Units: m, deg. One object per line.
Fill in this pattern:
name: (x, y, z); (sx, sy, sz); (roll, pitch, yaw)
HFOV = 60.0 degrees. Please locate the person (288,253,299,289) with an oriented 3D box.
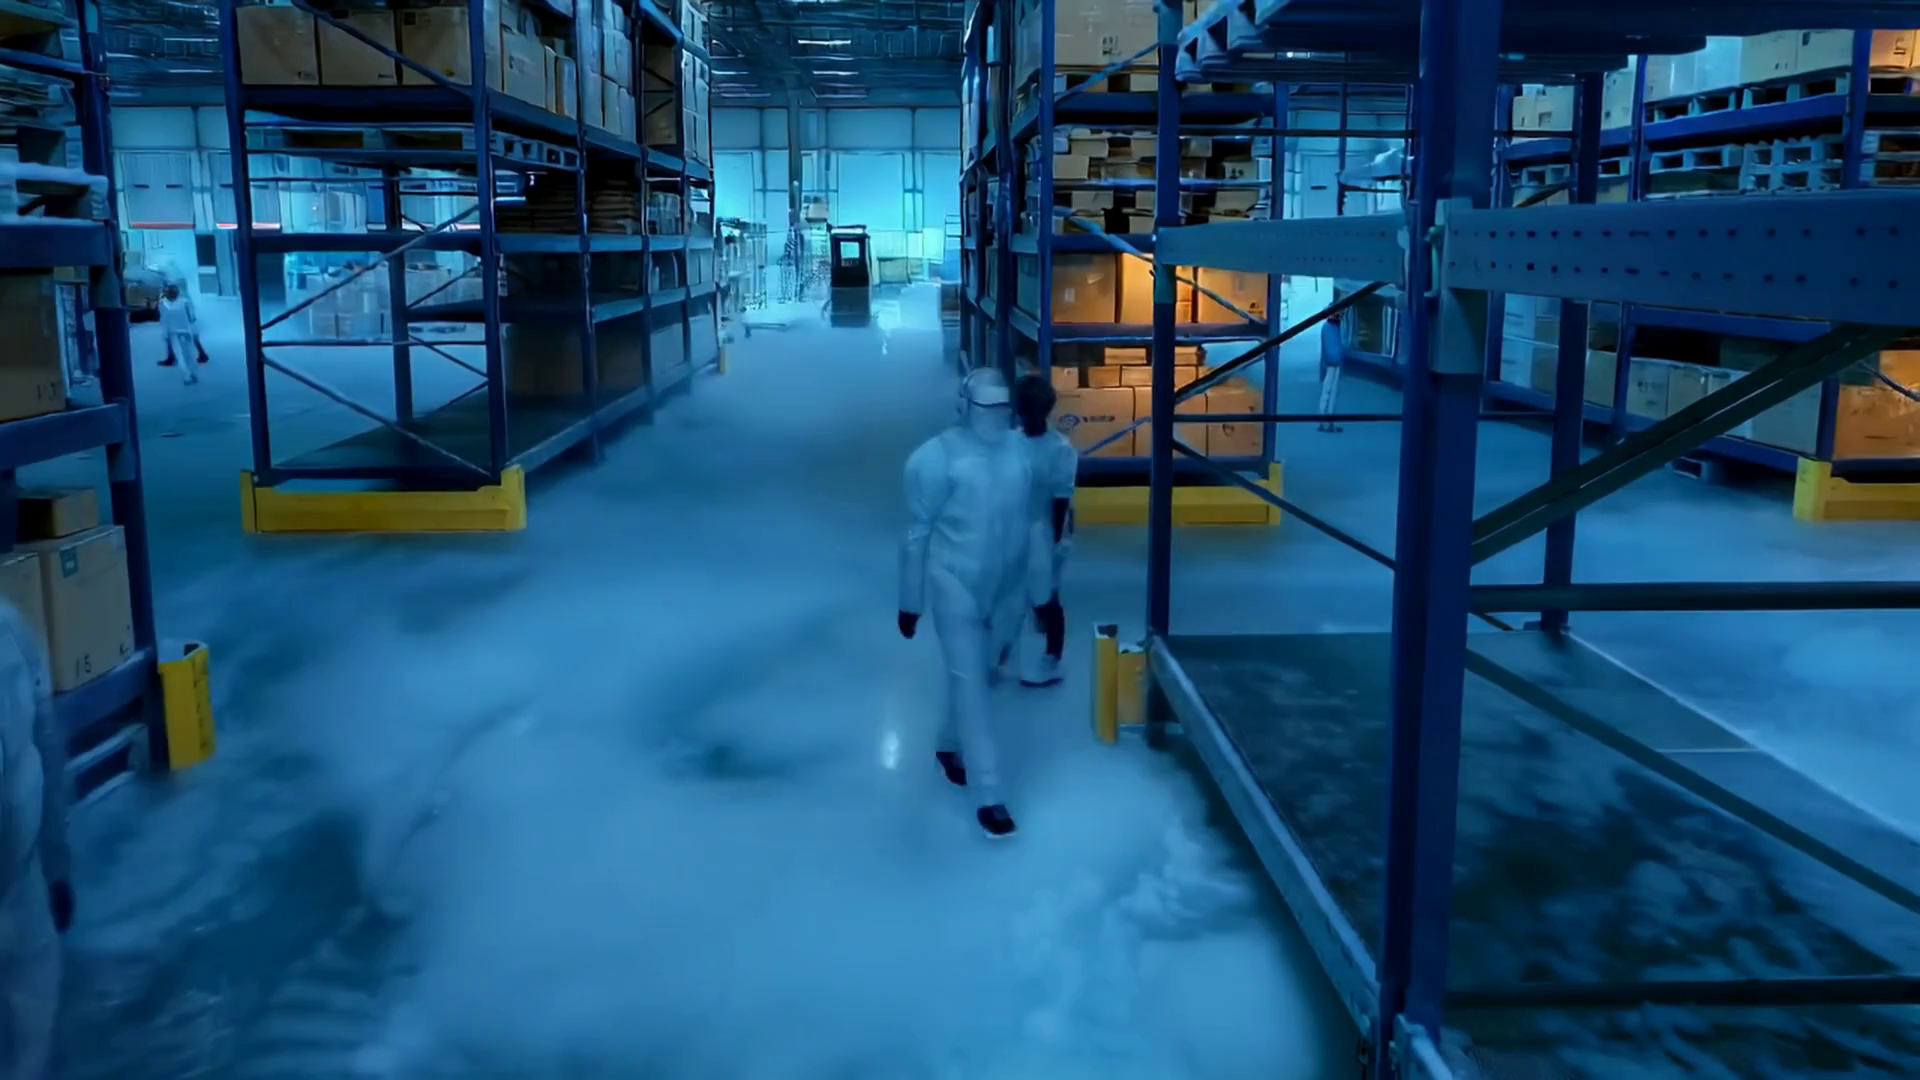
person: (-25.467, -10.033, 63.614); (0.390, 1.948, 0.605); (-3, 11, -17)

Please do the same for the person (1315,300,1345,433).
person: (4.584, -2.137, 20.528); (0.277, 1.627, 0.502); (7, 12, 34)

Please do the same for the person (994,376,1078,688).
person: (0.324, -0.015, 8.596); (0.652, 1.654, 0.573); (-9, 14, -41)

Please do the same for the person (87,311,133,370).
person: (-12.133, -2.735, 23.777); (0.548, 1.639, 0.878); (-2, 10, -13)

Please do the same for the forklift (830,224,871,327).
forklift: (-3.029, -7.321, 45.902); (1.129, 2.768, 1.873); (0, 10, -2)

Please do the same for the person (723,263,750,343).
person: (-5.219, -5.494, 38.586); (0.519, 1.852, 0.549); (-5, 11, -24)

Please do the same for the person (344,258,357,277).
person: (-18.203, -7.516, 49.838); (0.506, 1.862, 0.331); (5, 11, 27)

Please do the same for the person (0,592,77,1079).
person: (-2.152, 0.786, 3.493); (0.395, 1.897, 0.740); (2, 10, 12)

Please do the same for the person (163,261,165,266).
person: (-18.886, -5.762, 39.845); (0.357, 1.937, 0.551); (3, 11, 16)

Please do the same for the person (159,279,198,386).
person: (-12.780, -3.398, 27.216); (0.547, 1.731, 0.455); (-5, 11, -26)

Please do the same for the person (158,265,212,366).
person: (-14.684, -4.234, 31.411); (0.993, 1.924, 0.609); (-1, 10, -8)

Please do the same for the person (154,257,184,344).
person: (-18.288, -5.577, 38.530); (1.023, 2.000, 0.693); (4, 11, 24)

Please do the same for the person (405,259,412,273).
person: (-20.062, -9.317, 60.315); (0.499, 1.689, 0.915); (1, 10, 6)

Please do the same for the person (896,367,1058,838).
person: (0.072, 0.209, 6.864); (0.630, 1.852, 1.033); (-5, 11, -28)

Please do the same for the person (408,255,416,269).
person: (-20.641, -9.790, 62.596); (0.430, 1.837, 0.632); (-5, 12, -28)

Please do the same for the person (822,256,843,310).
person: (-4.273, -8.672, 56.199); (0.696, 1.898, 0.601); (-2, 10, -12)

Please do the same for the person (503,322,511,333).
person: (-11.403, -6.232, 42.658); (0.976, 1.878, 0.603); (-1, 10, -3)
